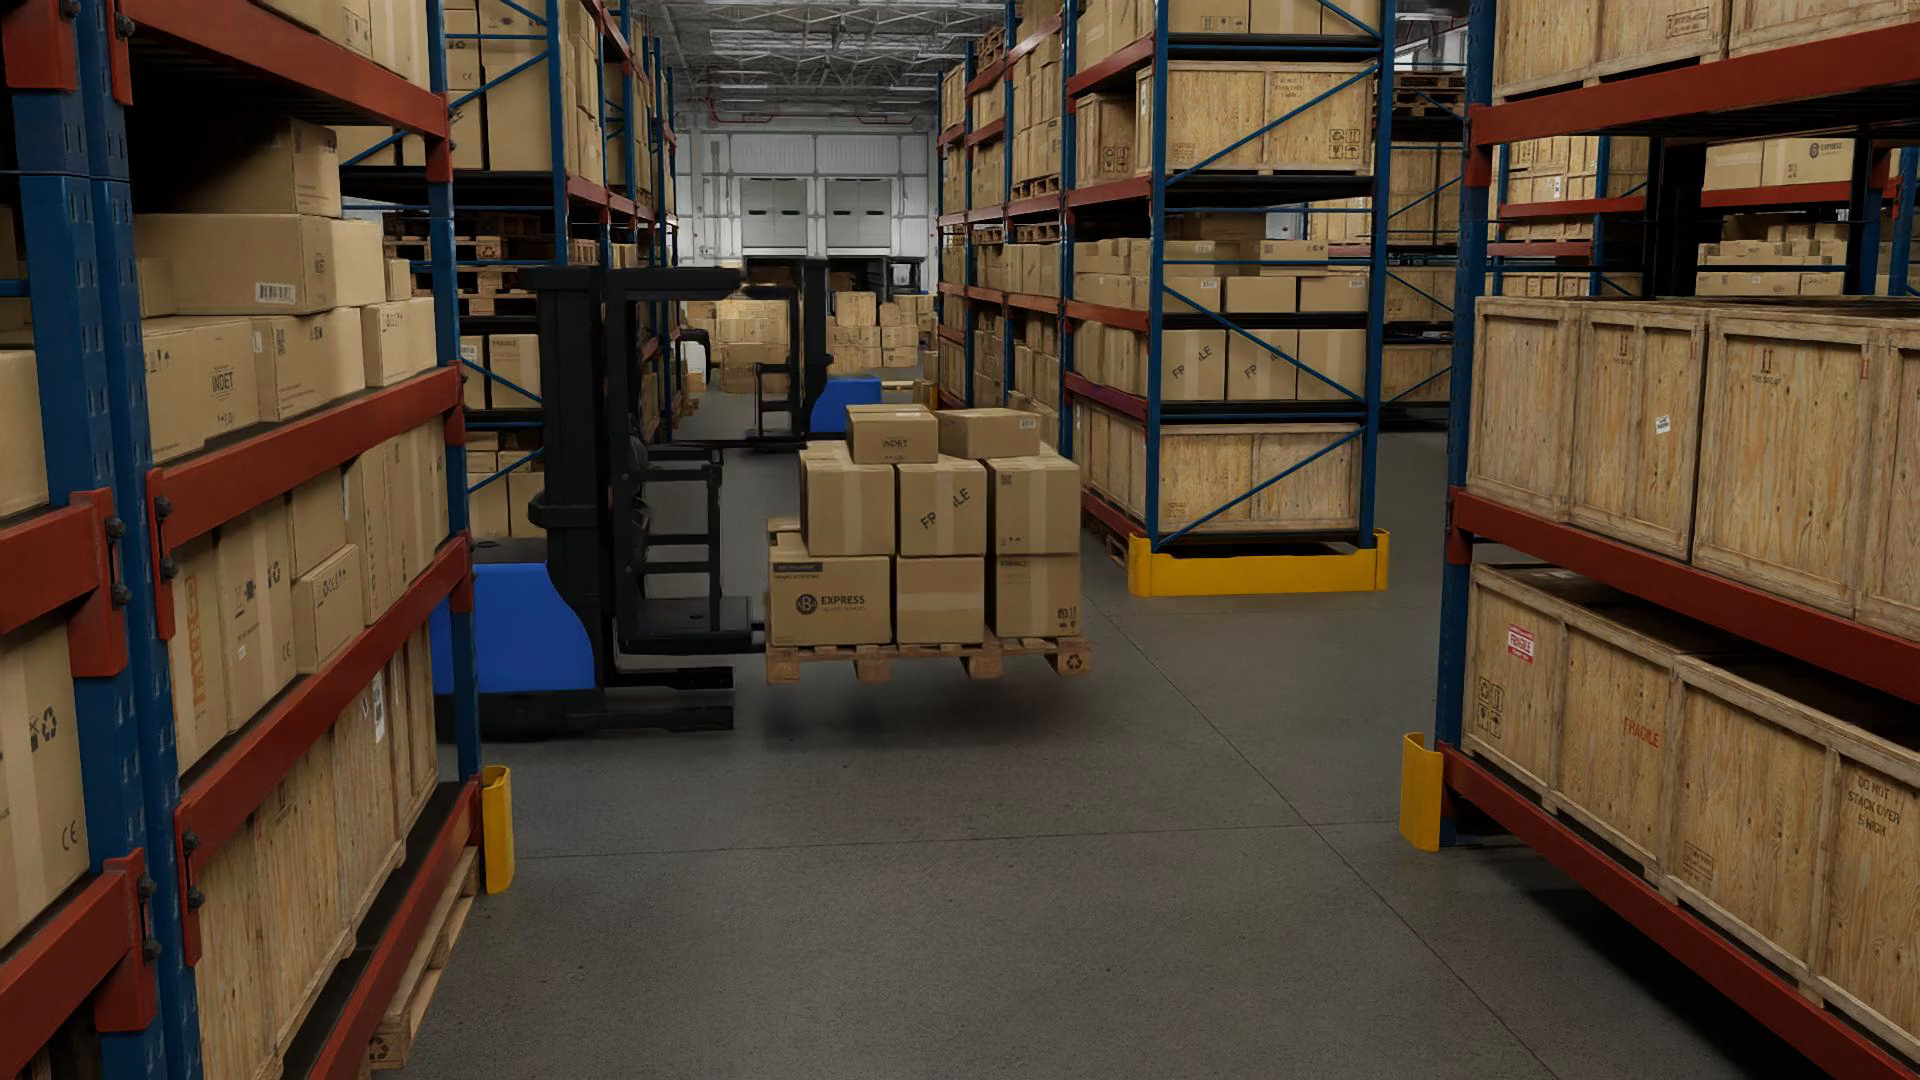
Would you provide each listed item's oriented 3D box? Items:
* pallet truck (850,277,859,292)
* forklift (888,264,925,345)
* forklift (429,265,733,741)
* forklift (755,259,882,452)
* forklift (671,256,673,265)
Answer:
[{"bbox_3d":[-3.782,-9.391,65.808,1.885,1.965,0.823,2,10,10],"label":"pallet truck"},{"bbox_3d":[-1.879,-7.661,53.164,1.129,2.768,1.873,-2,10,-14],"label":"forklift"},{"bbox_3d":[-2.369,-0.282,10.207,1.873,2.768,1.129,-1,10,-8],"label":"forklift"},{"bbox_3d":[-2.114,-2.746,24.551,1.873,2.768,1.129,-1,10,-7],"label":"forklift"},{"bbox_3d":[-10.987,-9.066,61.344,1.129,2.768,1.873,-1,10,-7],"label":"forklift"}]
